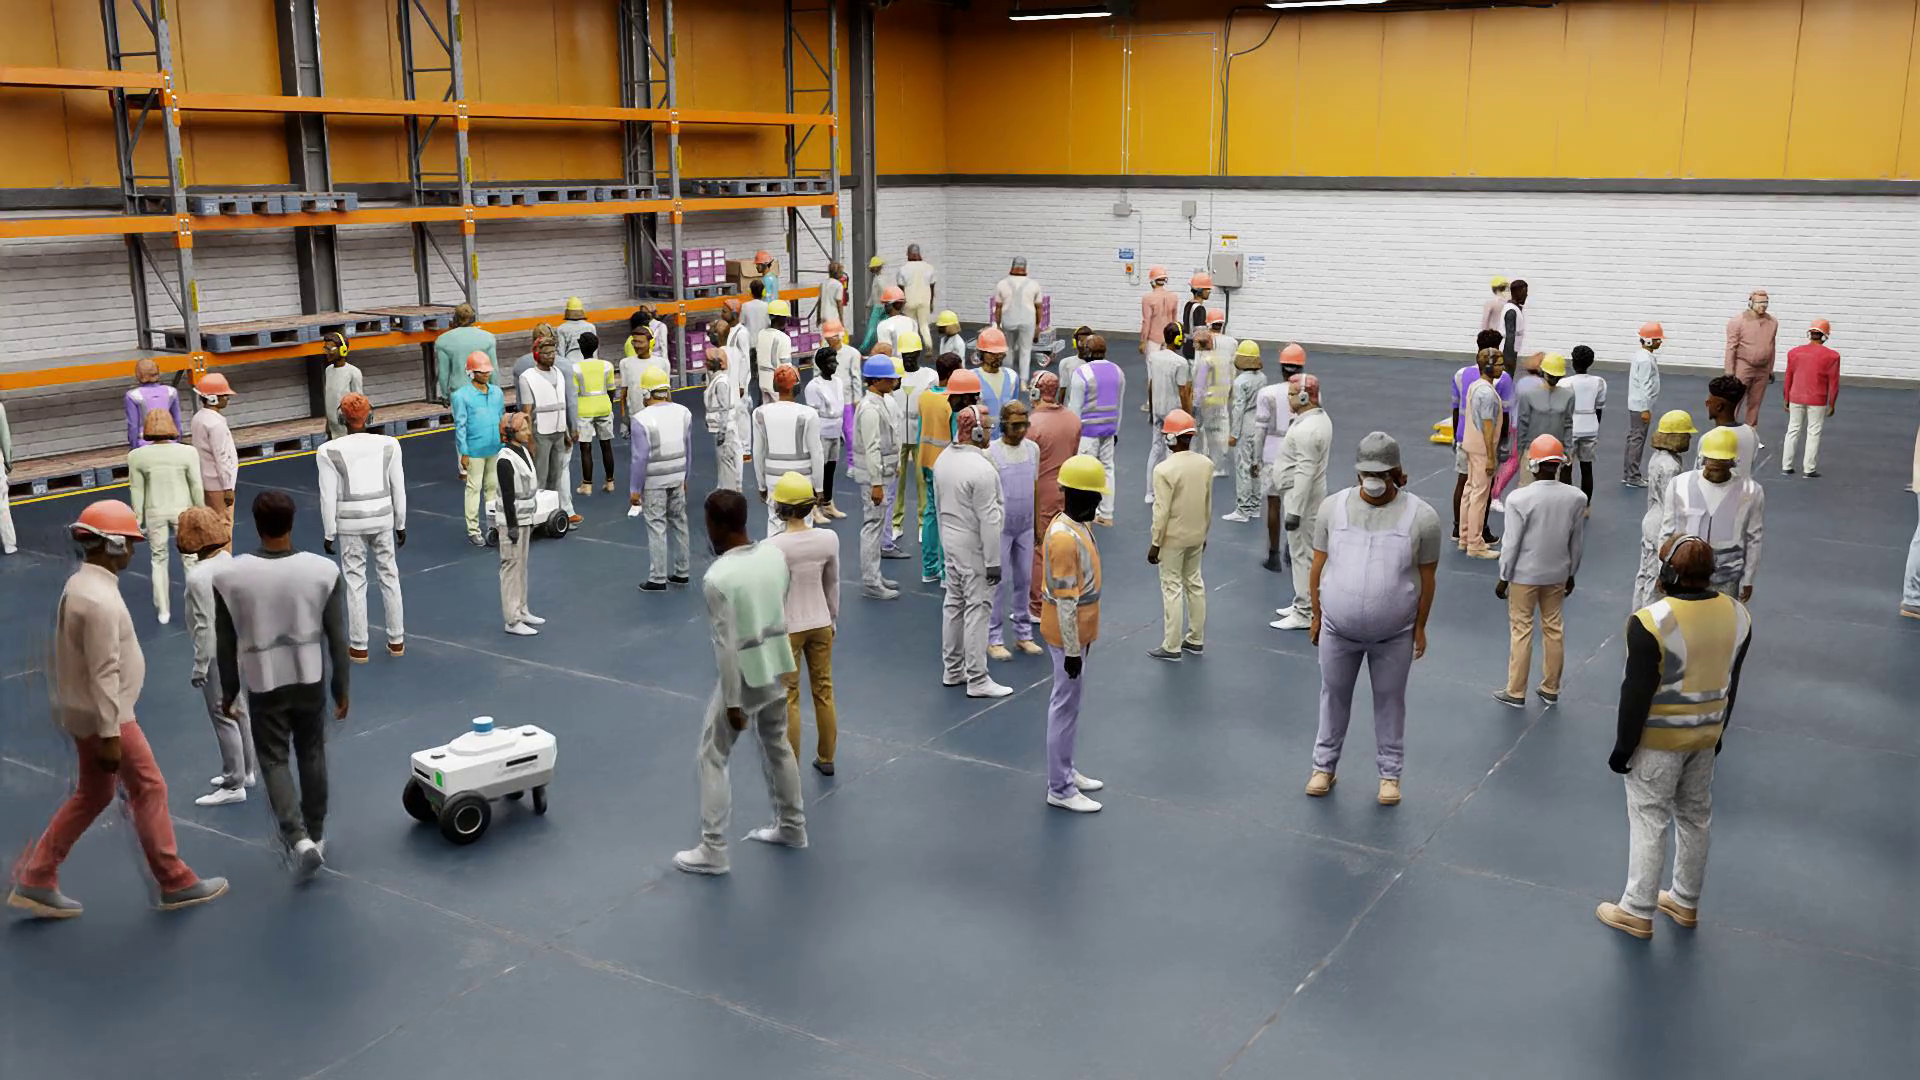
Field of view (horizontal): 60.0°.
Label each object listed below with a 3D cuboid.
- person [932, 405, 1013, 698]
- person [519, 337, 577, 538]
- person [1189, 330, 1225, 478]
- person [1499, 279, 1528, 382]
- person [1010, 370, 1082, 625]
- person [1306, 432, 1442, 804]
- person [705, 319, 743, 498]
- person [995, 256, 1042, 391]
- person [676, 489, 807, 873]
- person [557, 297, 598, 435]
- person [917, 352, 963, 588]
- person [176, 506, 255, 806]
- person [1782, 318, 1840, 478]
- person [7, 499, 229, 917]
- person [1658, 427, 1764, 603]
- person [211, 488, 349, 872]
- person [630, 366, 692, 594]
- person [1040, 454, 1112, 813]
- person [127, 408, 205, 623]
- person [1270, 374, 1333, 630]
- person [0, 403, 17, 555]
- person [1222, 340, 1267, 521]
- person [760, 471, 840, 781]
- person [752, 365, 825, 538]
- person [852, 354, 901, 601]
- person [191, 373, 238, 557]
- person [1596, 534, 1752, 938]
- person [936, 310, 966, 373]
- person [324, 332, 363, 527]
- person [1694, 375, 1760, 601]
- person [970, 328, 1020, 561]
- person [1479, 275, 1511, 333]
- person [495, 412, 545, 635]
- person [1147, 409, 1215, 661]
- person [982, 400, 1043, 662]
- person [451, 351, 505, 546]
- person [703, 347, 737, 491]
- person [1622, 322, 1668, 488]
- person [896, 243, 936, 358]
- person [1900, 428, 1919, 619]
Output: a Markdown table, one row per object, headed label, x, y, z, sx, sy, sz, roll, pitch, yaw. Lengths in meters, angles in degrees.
| label | x | y | z | sx | sy | sz | roll | pitch | yaw |
| --- | --- | --- | --- | --- | --- | --- | --- | --- | --- |
| person | 0.093 | 0.071 | 10.793 | 0.409 | 1.907 | 0.650 | -8 | 15 | -30 |
| person | -3.833 | -0.959 | 15.398 | 0.375 | 1.841 | 0.574 | 6 | 14 | 24 |
| person | 2.612 | -1.484 | 18.163 | 0.674 | 1.610 | 0.538 | 3 | 13 | 13 |
| person | 7.107 | -2.411 | 21.537 | 0.373 | 1.915 | 0.594 | 4 | 14 | 18 |
| person | 0.616 | -0.319 | 12.483 | 0.409 | 1.909 | 0.640 | 11 | 17 | 40 |
| person | 2.207 | 0.422 | 8.976 | 0.680 | 2.000 | 0.537 | 5 | 14 | 20 |
| person | -2.428 | -1.336 | 17.029 | 0.346 | 1.846 | 0.506 | 6 | 14 | 23 |
| person | 0.905 | -3.310 | 25.162 | 0.702 | 2.000 | 0.889 | 2 | 13 | 7 |
| person | -1.051 | 0.677 | 8.211 | 0.473 | 1.898 | 0.602 | 8 | 15 | 33 |
| person | -4.792 | -2.167 | 20.863 | 0.492 | 1.742 | 0.300 | -5 | 14 | -21 |
| person | -0.137 | -0.570 | 13.549 | 0.372 | 1.916 | 0.597 | -9 | 16 | -35 |
| person | -4.040 | 0.620 | 9.010 | 0.282 | 1.633 | 0.500 | -2 | 13 | -8 |
| person | 9.307 | -1.551 | 18.195 | 0.354 | 1.741 | 0.568 | -12 | 18 | -42 |
| person | -3.961 | 0.795 | 7.584 | 0.878 | 1.943 | 0.659 | -9 | 15 | -33 |
| person | 4.704 | 0.185 | 10.476 | 0.592 | 1.826 | 0.403 | 6 | 14 | 26 |
| person | -3.267 | 0.706 | 8.078 | 0.600 | 1.890 | 0.733 | -7 | 15 | -29 |
| person | -2.411 | -0.482 | 13.350 | 0.403 | 1.835 | 0.586 | 10 | 17 | 38 |
| person | 0.618 | 0.490 | 8.934 | 0.370 | 1.925 | 0.588 | 2 | 13 | 7 |
| person | -5.935 | -0.175 | 12.486 | 0.504 | 1.628 | 0.276 | -4 | 13 | -16 |
| person | 2.519 | -0.286 | 12.342 | 0.407 | 1.908 | 0.639 | 5 | 14 | 20 |
| person | -8.543 | -0.650 | 14.503 | 0.517 | 1.641 | 0.308 | -10 | 16 | -36 |
| person | 2.747 | -1.052 | 16.022 | 0.297 | 1.744 | 0.487 | 11 | 17 | 38 |
| person | -0.904 | 0.493 | 9.273 | 0.525 | 1.769 | 0.309 | -9 | 16 | -35 |
| person | -1.329 | -0.430 | 13.019 | 0.576 | 1.882 | 0.355 | 4 | 13 | 16 |
| person | -0.655 | -0.503 | 13.190 | 0.393 | 1.946 | 0.617 | 0 | 13 | -1 |
| person | -6.017 | -0.486 | 13.545 | 0.342 | 1.749 | 0.572 | -10 | 17 | -38 |
| person | 3.171 | 0.875 | 7.450 | 0.624 | 1.844 | 0.429 | -5 | 14 | -21 |
| person | -0.119 | -1.795 | 19.270 | 0.355 | 1.732 | 0.573 | -6 | 14 | -25 |
| person | -5.779 | -1.013 | 15.573 | 0.511 | 1.872 | 0.328 | 8 | 15 | 31 |
| person | 5.364 | -0.186 | 11.773 | 0.607 | 1.966 | 0.374 | -9 | 16 | -35 |
| person | 0.271 | -0.802 | 14.281 | 0.614 | 2.041 | 0.390 | -8 | 15 | -31 |
| person | 7.900 | -3.020 | 24.536 | 0.537 | 1.745 | 0.519 | -5 | 14 | -19 |
| person | -3.258 | -0.129 | 12.243 | 0.314 | 1.641 | 0.515 | 0 | 13 | 0 |
| person | 1.512 | -0.037 | 11.595 | 0.569 | 1.749 | 0.342 | -11 | 17 | -39 |
| person | 0.353 | -0.068 | 11.562 | 0.511 | 1.836 | 0.357 | -9 | 16 | -33 |
| person | -4.312 | -0.836 | 15.062 | 0.328 | 1.752 | 0.563 | 8 | 15 | 31 |
| person | -2.354 | -1.080 | 16.364 | 0.315 | 1.641 | 0.515 | -3 | 13 | -13 |
| person | 7.277 | -1.440 | 17.682 | 0.330 | 1.751 | 0.564 | 3 | 13 | 14 |
| person | -0.771 | -4.114 | 28.652 | 0.693 | 2.000 | 0.661 | -3 | 13 | -14 |
| person | 7.433 | -0.394 | 12.615 | 0.389 | 1.992 | 0.625 | 8 | 15 | 32 |
